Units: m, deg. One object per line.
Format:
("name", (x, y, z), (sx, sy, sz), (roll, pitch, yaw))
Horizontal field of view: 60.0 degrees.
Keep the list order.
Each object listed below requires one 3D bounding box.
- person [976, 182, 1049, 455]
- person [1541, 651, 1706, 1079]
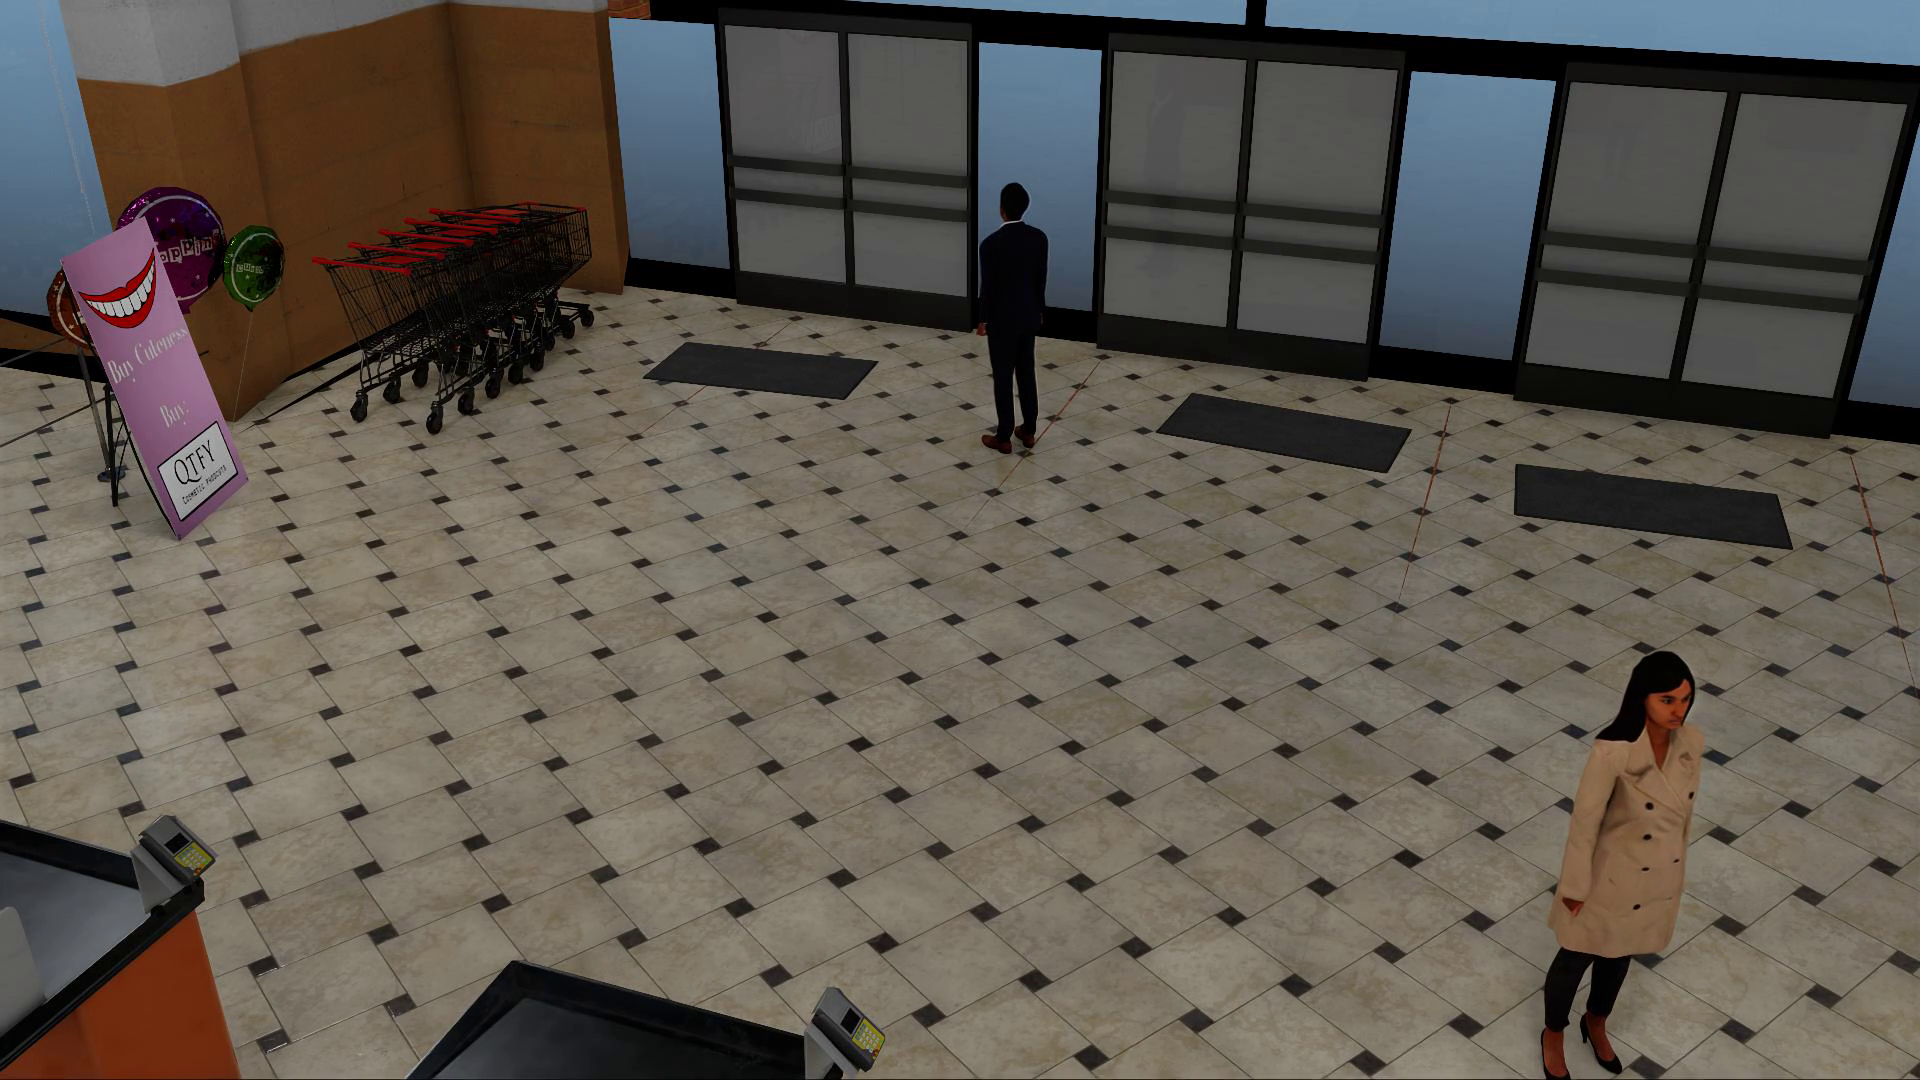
("person", (0.329, -1.384, 10.458), (0.681, 1.725, 0.768), (-15, 31, -27))
("person", (2.211, 1.116, 5.577), (0.706, 1.682, 0.732), (-8, 28, -16))
